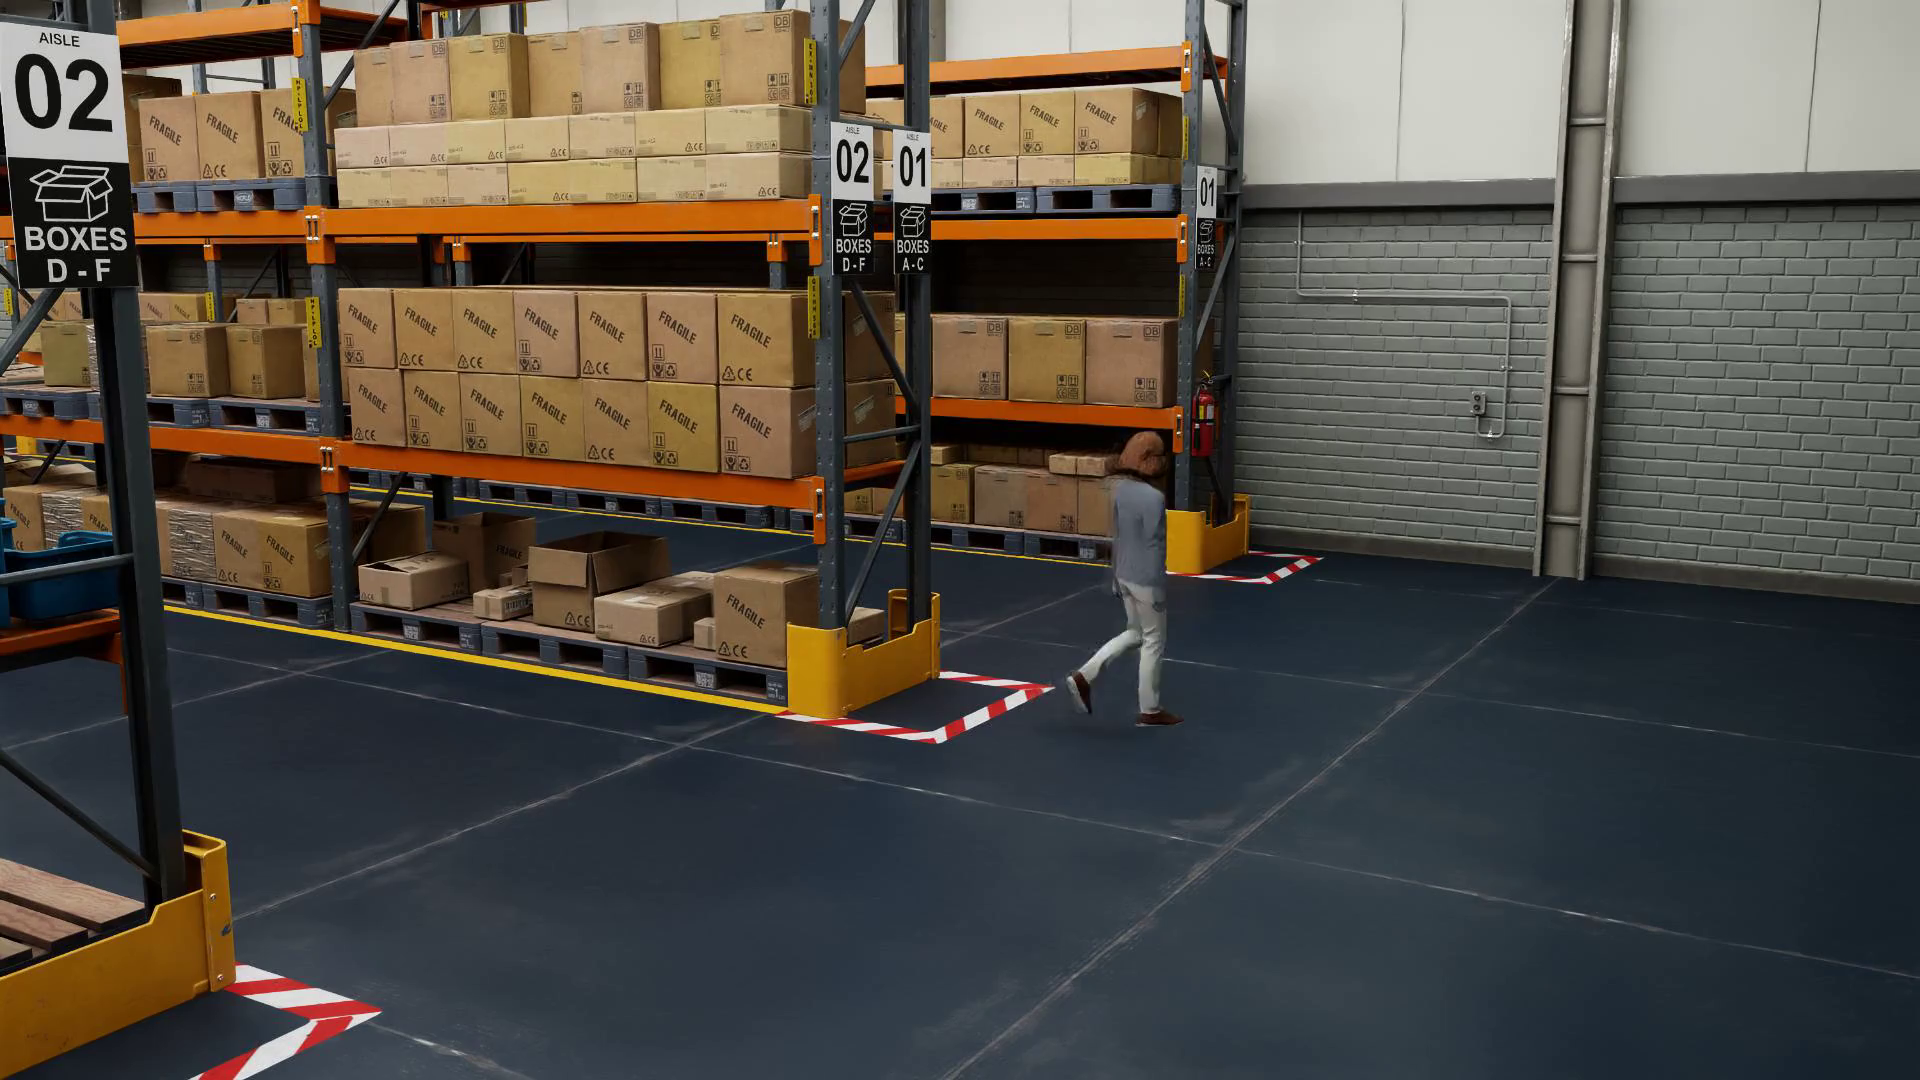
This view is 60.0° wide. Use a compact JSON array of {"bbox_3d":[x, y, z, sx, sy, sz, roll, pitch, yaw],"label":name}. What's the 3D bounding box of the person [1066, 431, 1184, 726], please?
[{"bbox_3d":[0.912,0.222,8.888,0.565,1.618,0.504,-3,10,-17],"label":"person"}]
